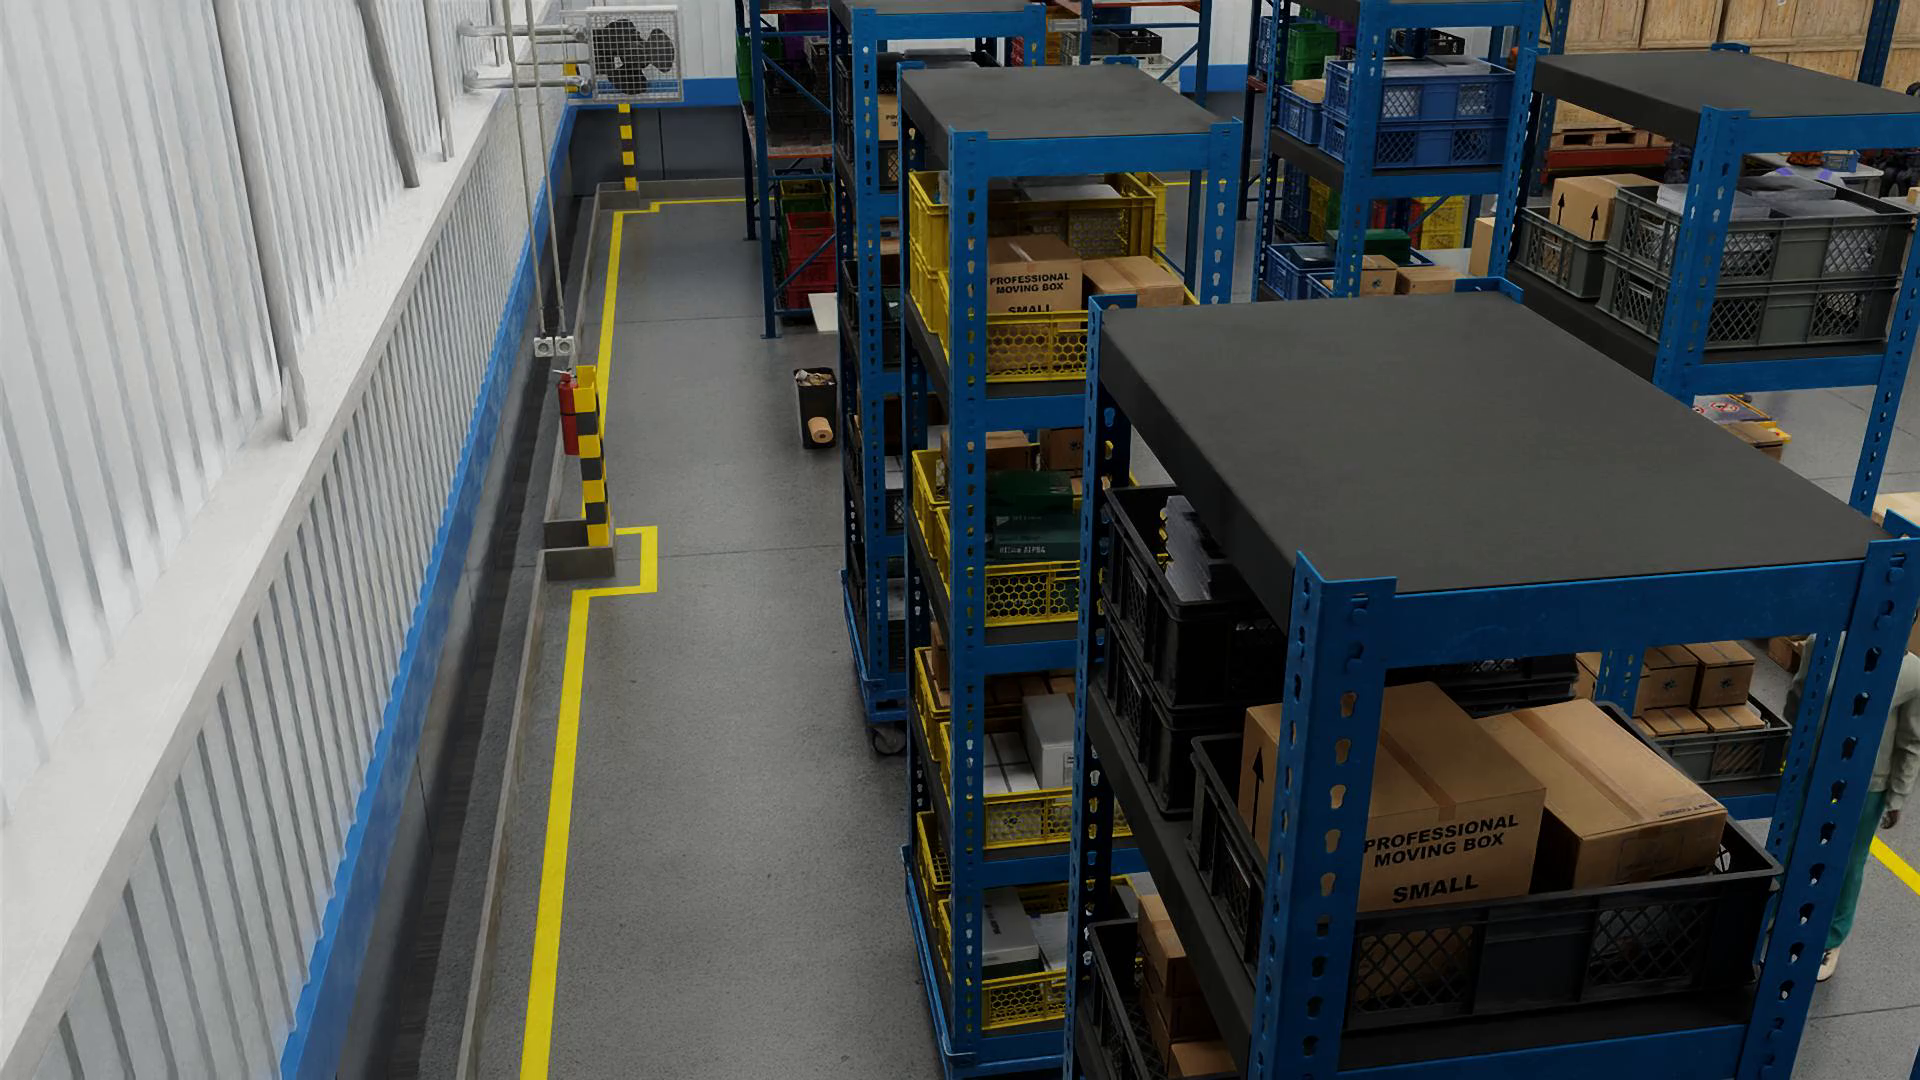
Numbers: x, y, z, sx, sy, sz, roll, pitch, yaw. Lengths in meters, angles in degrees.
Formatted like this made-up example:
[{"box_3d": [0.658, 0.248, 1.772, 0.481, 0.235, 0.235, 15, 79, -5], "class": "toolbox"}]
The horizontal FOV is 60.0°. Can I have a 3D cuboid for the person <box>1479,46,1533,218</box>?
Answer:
[{"box_3d": [5.838, -4.269, 17.648, 0.359, 1.883, 0.572, -1, 25, -2], "class": "person"}]

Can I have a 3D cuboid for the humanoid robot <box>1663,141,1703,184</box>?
[{"box_3d": [7.262, -3.707, 16.656, 0.610, 1.657, 0.314, -17, 29, -32], "class": "humanoid robot"}]

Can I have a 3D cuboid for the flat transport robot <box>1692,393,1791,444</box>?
[{"box_3d": [5.224, -0.859, 12.132, 1.431, 0.197, 0.652, -4, 25, -8], "class": "flat transport robot"}]

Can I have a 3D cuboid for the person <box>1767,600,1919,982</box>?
[{"box_3d": [3.440, 0.919, 6.516, 0.325, 1.761, 0.523, -19, 31, -36], "class": "person"}]

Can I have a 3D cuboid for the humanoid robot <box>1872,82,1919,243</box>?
[{"box_3d": [9.492, -3.783, 16.820, 0.331, 1.657, 0.586, -10, 27, -21], "class": "humanoid robot"}]

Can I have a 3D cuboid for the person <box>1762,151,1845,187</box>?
[{"box_3d": [6.469, -2.262, 13.098, 0.689, 2.000, 0.539, 3, 25, 6], "class": "person"}]
